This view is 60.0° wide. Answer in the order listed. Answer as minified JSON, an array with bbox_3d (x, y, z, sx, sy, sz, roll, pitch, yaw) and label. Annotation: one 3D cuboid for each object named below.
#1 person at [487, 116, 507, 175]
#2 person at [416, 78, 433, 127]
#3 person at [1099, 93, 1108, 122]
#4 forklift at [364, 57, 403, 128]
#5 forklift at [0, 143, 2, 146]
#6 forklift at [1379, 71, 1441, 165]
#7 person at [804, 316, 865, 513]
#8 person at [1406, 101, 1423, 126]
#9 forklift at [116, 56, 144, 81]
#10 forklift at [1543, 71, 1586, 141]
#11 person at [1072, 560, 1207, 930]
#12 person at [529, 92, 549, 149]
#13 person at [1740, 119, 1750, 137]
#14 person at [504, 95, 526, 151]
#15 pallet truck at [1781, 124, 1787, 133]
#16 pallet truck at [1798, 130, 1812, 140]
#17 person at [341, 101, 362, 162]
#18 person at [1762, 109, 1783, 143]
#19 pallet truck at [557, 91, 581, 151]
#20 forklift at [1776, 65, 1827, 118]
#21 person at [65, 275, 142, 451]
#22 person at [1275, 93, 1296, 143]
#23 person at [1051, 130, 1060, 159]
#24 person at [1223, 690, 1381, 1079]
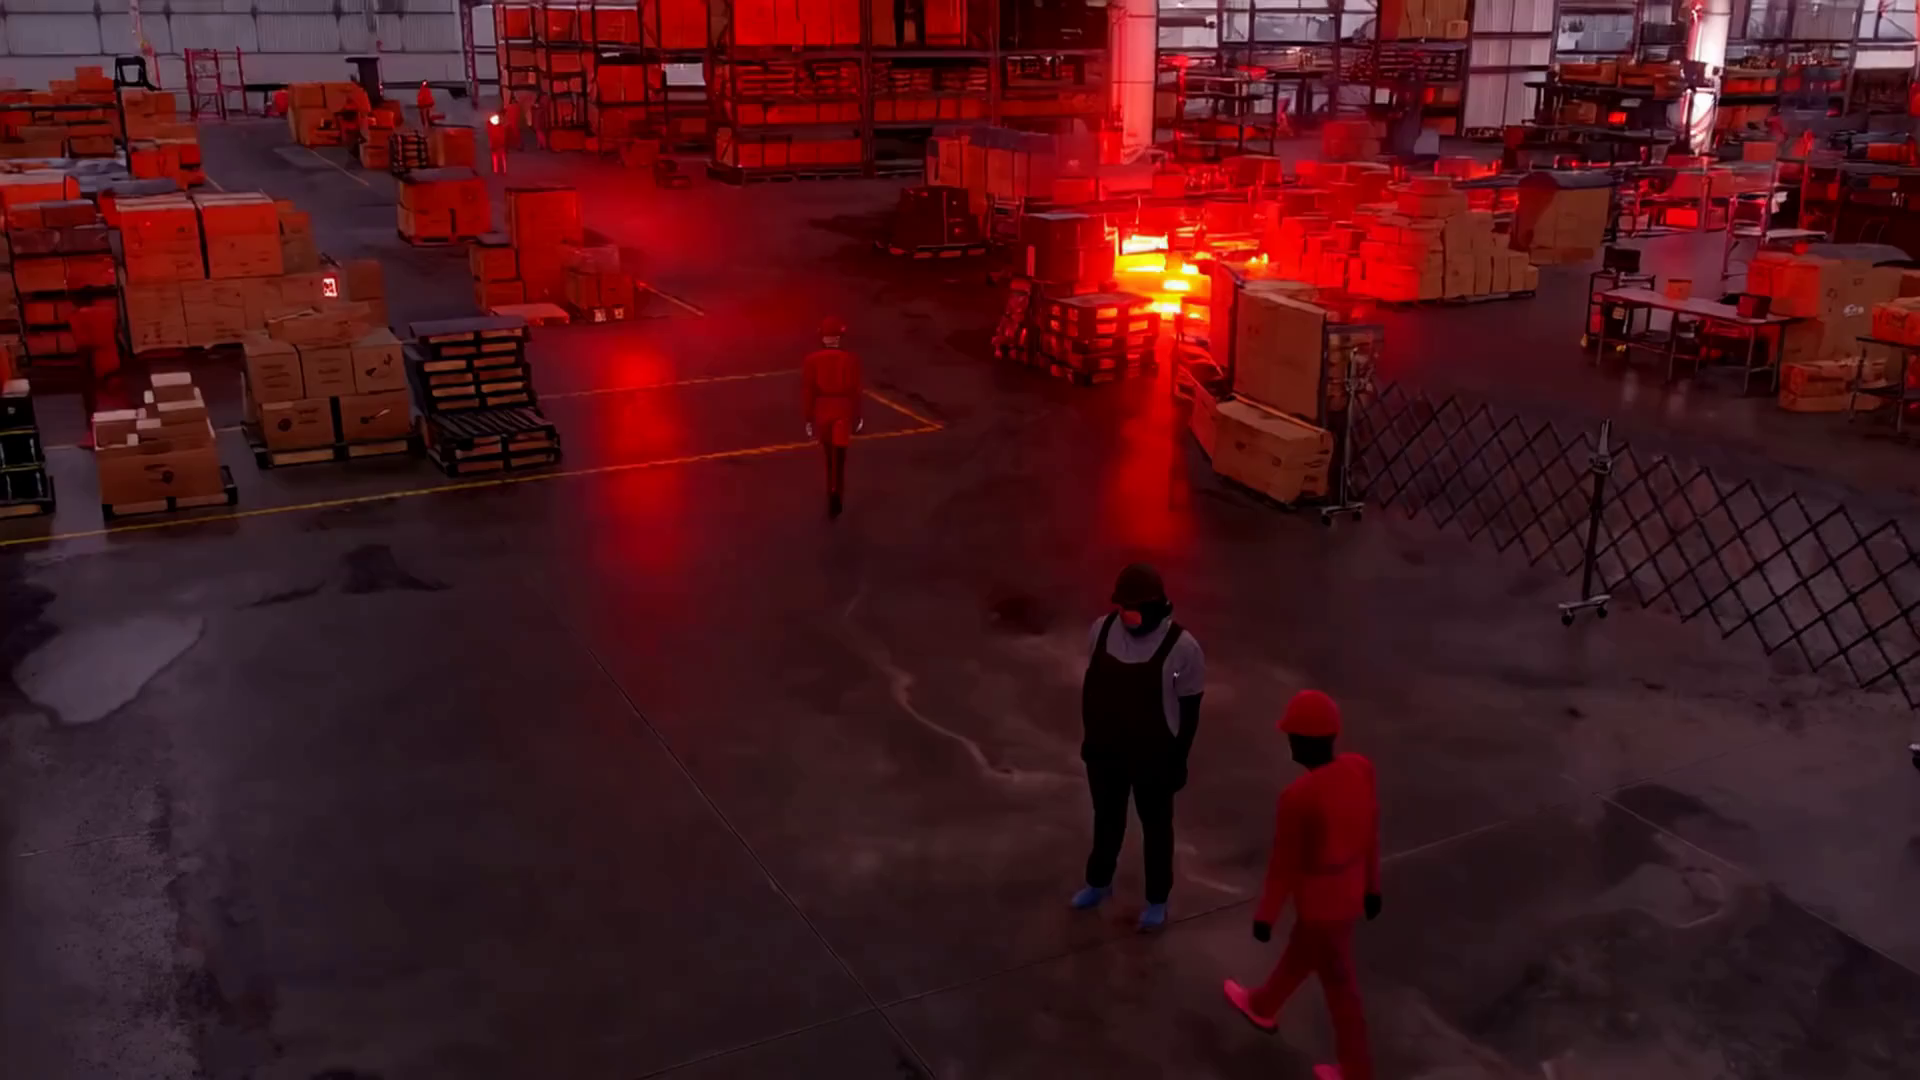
[{"bbox_3d":[-13.613,-11.614,48.950,0.532,1.697,0.319,-9,20,-27],"label":"person"},{"bbox_3d":[-22.068,-18.055,68.574,0.661,1.979,0.590,-3,18,-9],"label":"person"},{"bbox_3d":[6.168,-18.841,70.952,0.453,2.031,0.627,-11,21,-30],"label":"person"},{"bbox_3d":[-23.619,-18.028,67.038,1.873,2.768,1.129,-9,20,-26],"label":"forklift"},{"bbox_3d":[-34.698,-15.445,58.987,1.873,2.768,1.129,4,18,12],"label":"forklift"},{"bbox_3d":[14.069,-13.247,52.133,1.873,2.768,1.129,-8,19,-23],"label":"forklift"},{"bbox_3d":[-1.235,-1.261,16.390,0.555,1.885,1.027,3,18,8],"label":"person"},{"bbox_3d":[14.956,-13.608,54.944,0.712,1.834,0.996,6,19,17],"label":"person"},{"bbox_3d":[-33.955,-18.449,68.351,1.129,2.768,1.873,-9,20,-26],"label":"forklift"},{"bbox_3d":[18.685,-13.231,52.085,1.873,2.768,1.129,-9,20,-26],"label":"forklift"},{"bbox_3d":[0.908,1.082,8.815,0.672,2.000,0.536,11,21,31],"label":"person"},{"bbox_3d":[-14.687,-14.564,57.753,0.640,1.938,0.462,14,23,38],"label":"person"},{"bbox_3d":[22.845,-11.338,48.156,0.640,1.656,0.547,3,18,10],"label":"person"},{"bbox_3d":[-15.164,-14.225,56.787,1.032,1.876,0.629,15,23,39],"label":"person"},{"bbox_3d":[25.206,-12.542,52.601,1.601,1.201,0.680,0,18,-2],"label":"pallet truck"},{"bbox_3d":[25.526,-11.556,49.408,1.630,1.274,0.653,-9,20,-26],"label":"pallet truck"},{"bbox_3d":[-19.443,-13.094,53.249,0.623,1.894,0.707,0,18,1],"label":"person"},{"bbox_3d":[23.394,-11.446,48.053,0.599,1.930,0.448,-1,18,-3],"label":"person"},{"bbox_3d":[-13.495,-14.412,57.188,0.823,1.965,1.885,-3,18,-9],"label":"pallet truck"},{"bbox_3d":[29.533,-15.099,57.908,1.129,2.768,1.873,-9,20,-26],"label":"forklift"},{"bbox_3d":[-9.348,-1.919,18.287,1.012,1.985,0.645,5,19,16],"label":"person"},{"bbox_3d":[11.769,-15.296,60.285,1.001,1.781,0.573,-12,21,-33],"label":"person"},{"bbox_3d":[2.438,-10.002,43.988,0.874,1.658,0.528,7,19,21],"label":"person"},{"bbox_3d":[1.551,1.561,7.571,0.601,1.873,0.987,-16,24,-41],"label":"person"}]
